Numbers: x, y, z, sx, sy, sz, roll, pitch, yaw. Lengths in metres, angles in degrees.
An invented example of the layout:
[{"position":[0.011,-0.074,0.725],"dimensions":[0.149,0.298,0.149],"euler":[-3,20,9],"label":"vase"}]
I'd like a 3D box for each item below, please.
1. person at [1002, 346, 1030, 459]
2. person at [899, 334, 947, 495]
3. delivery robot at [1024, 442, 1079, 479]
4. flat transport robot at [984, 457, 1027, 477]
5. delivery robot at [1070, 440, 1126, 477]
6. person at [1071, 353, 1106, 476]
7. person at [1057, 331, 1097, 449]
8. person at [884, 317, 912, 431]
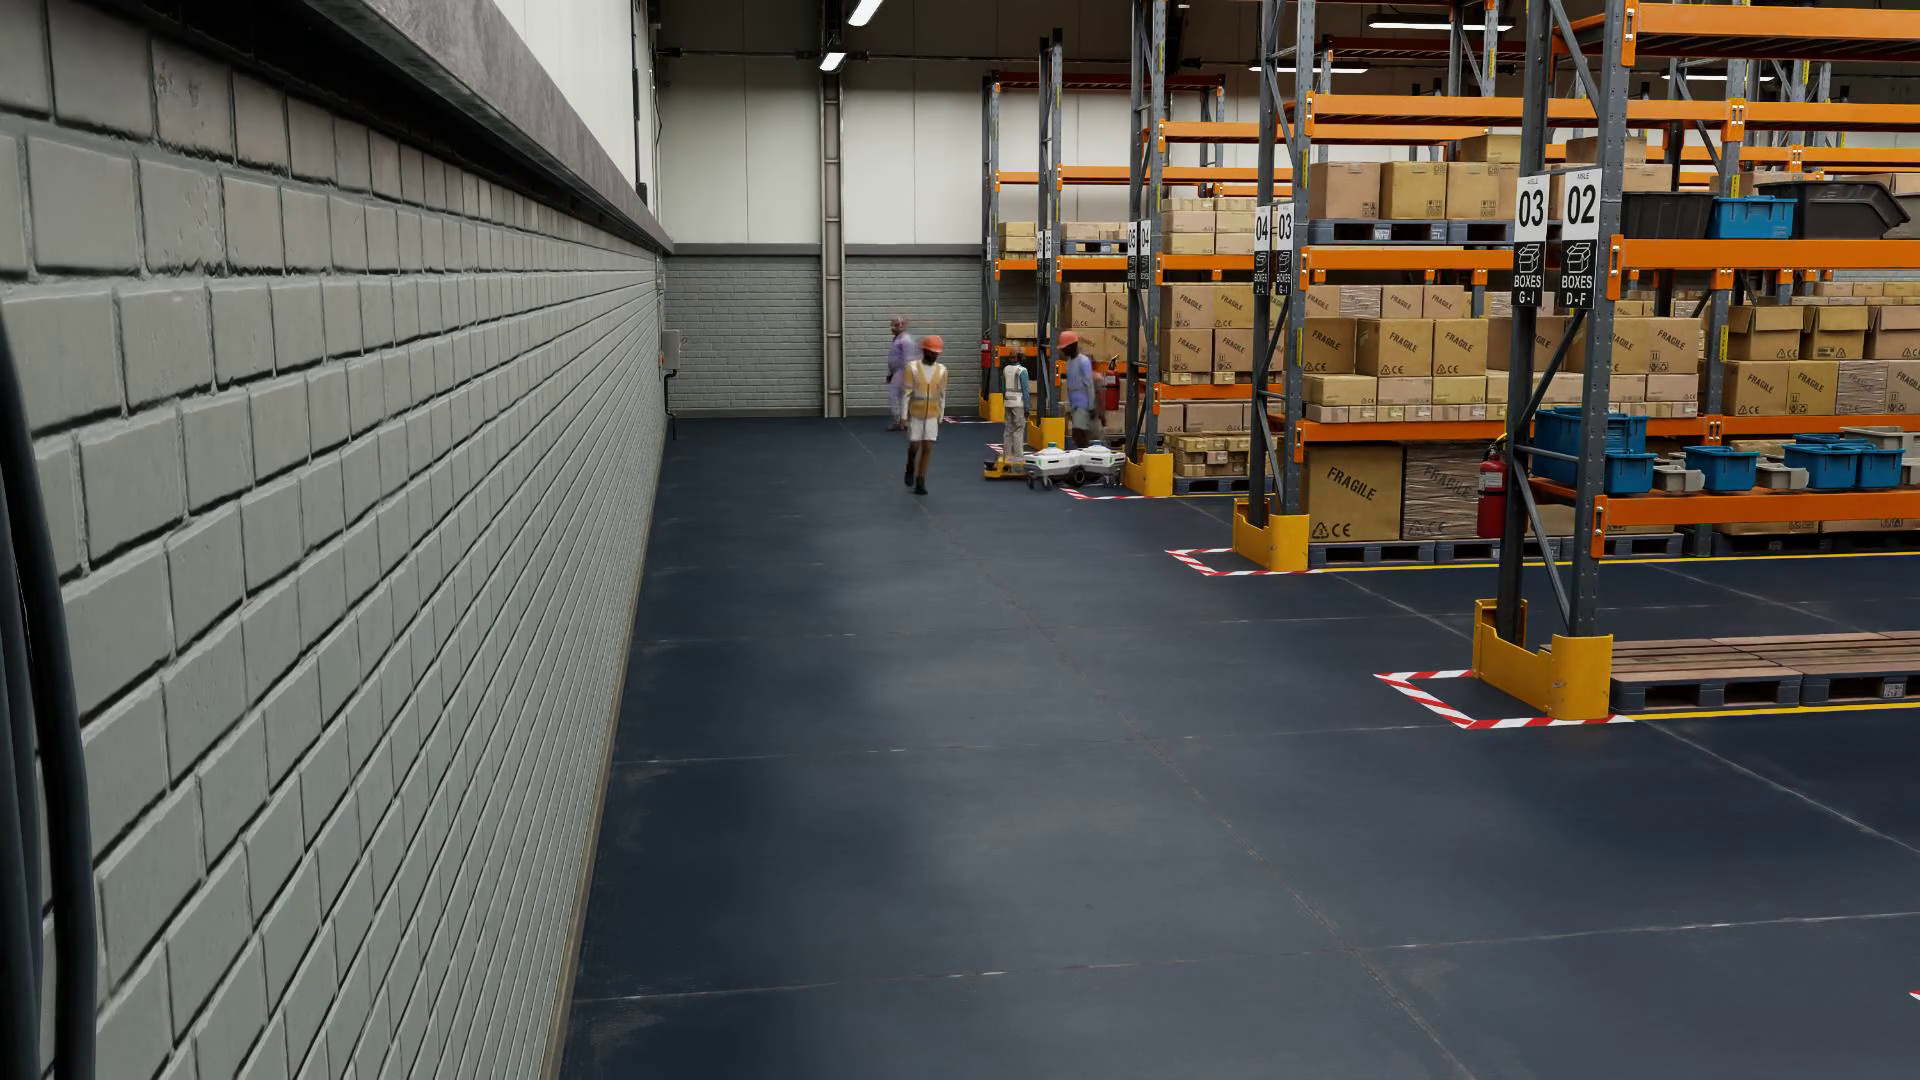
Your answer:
[{"position":[0.757,-1.786,22.409],"dimensions":[0.311,1.636,0.521],"euler":[-6,11,-34],"label":"person"},{"position":[-0.445,-1.504,19.823],"dimensions":[0.596,1.907,0.589],"euler":[-3,10,-17],"label":"person"},{"position":[1.117,-0.949,20.285],"dimensions":[0.707,0.478,0.477],"euler":[-7,12,-38],"label":"delivery robot"},{"position":[1.024,-0.933,21.317],"dimensions":[1.431,0.197,0.652],"euler":[1,9,1],"label":"flat transport robot"},{"position":[1.692,-0.991,20.540],"dimensions":[0.707,0.478,0.477],"euler":[8,12,41],"label":"delivery robot"},{"position":[1.640,-1.587,21.309],"dimensions":[0.841,1.592,0.518],"euler":[-3,10,-20],"label":"person"},{"position":[1.480,-1.696,21.078],"dimensions":[0.516,1.886,0.604],"euler":[-3,10,-17],"label":"person"},{"position":[-1.083,-2.739,27.536],"dimensions":[0.656,1.888,0.647],"euler":[-2,9,-11],"label":"person"}]
